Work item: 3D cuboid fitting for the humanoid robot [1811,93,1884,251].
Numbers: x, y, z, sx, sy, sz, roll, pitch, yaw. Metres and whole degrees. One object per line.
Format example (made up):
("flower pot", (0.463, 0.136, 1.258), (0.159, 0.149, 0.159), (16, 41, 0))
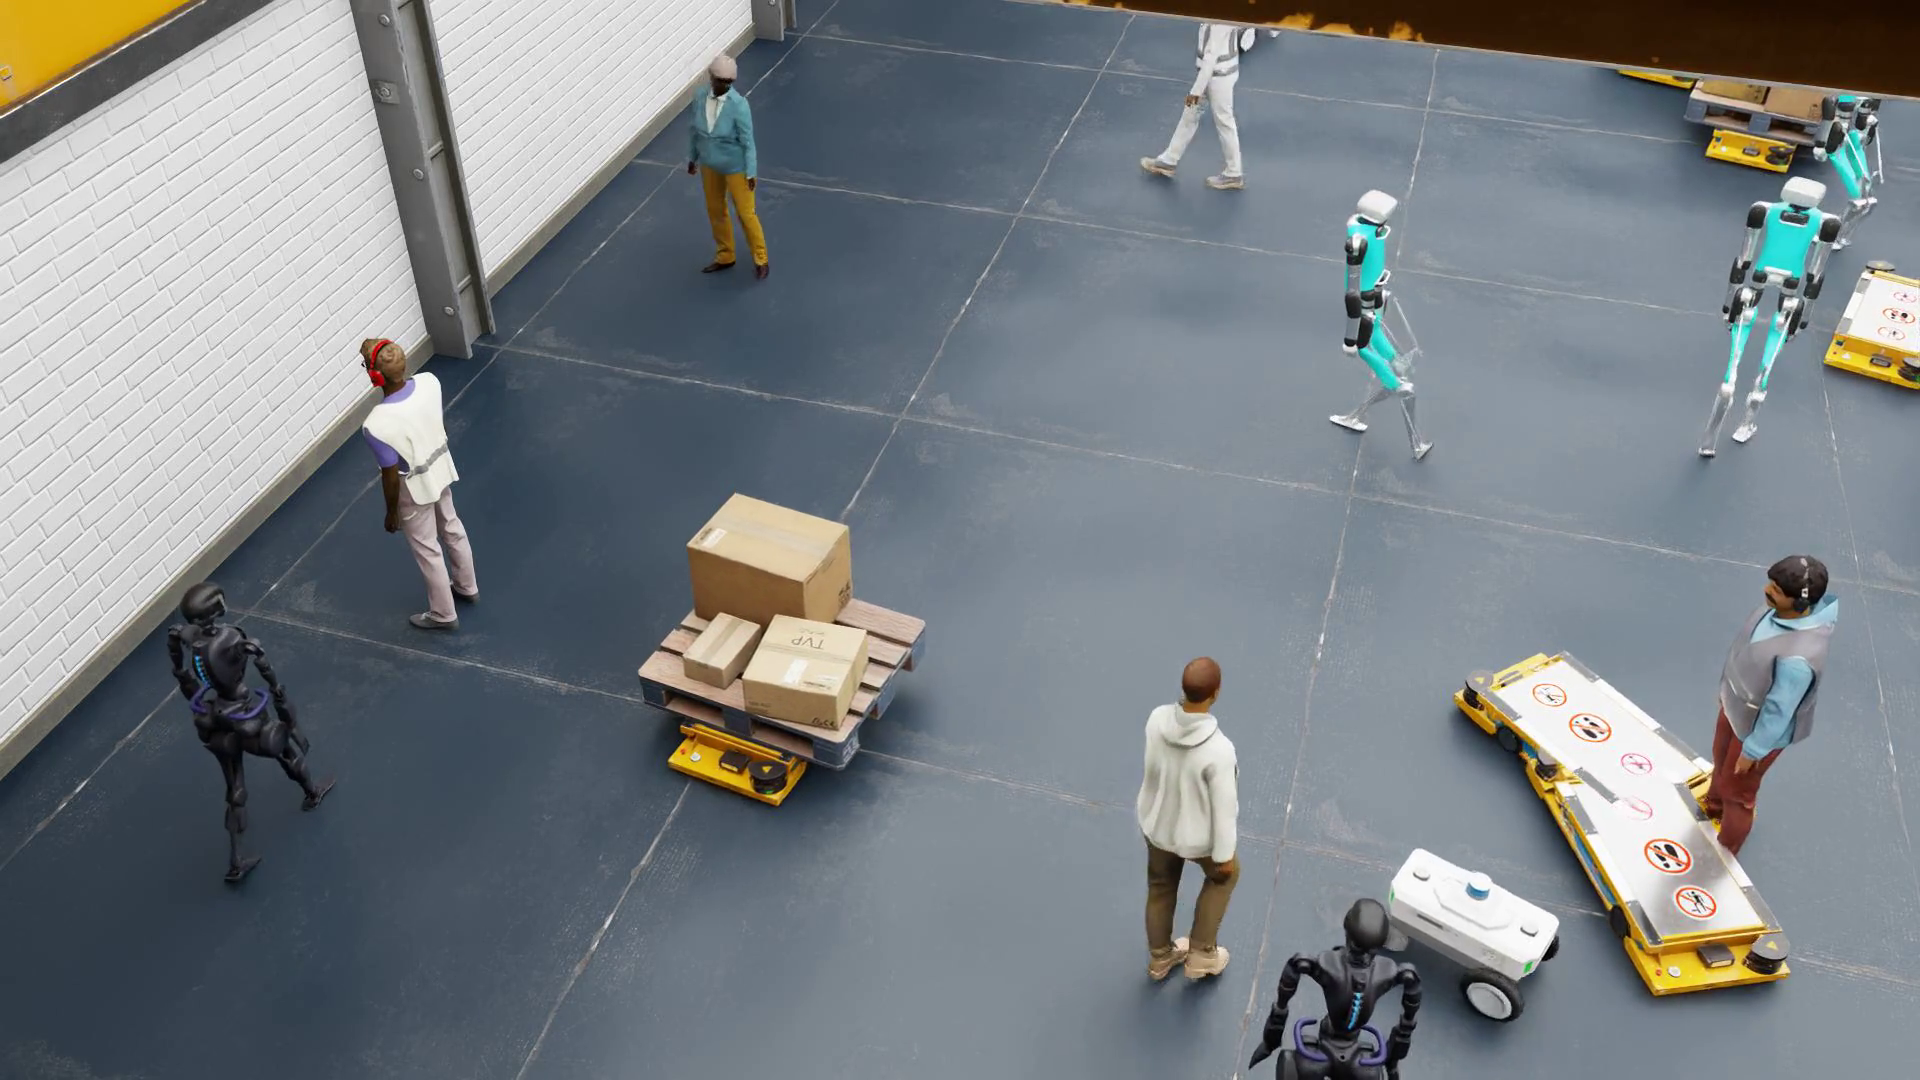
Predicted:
("humanoid robot", (6.787, -2.959, 12.539), (0.534, 1.798, 0.779), (-15, 41, -17))

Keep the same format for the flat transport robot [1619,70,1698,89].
("flat transport robot", (6.821, -4.674, 15.819), (0.659, 0.231, 1.431), (23, 44, 26))

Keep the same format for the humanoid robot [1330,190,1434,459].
("humanoid robot", (2.784, -1.289, 10.486), (0.887, 1.831, 0.571), (18, 42, 21))

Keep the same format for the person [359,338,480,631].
("person", (-2.951, -0.288, 9.107), (0.389, 1.842, 0.563), (12, 40, 15))

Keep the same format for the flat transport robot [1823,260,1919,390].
("flat transport robot", (6.707, -1.554, 11.937), (0.659, 0.231, 1.431), (22, 44, 25))

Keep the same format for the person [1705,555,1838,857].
("person", (3.691, 0.824, 7.703), (0.414, 1.871, 0.536), (6, 39, 7))

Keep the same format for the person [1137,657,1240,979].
("person", (1.000, 1.259, 7.266), (0.557, 1.731, 0.484), (31, 48, 33))

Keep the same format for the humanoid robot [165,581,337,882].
("humanoid robot", (-3.426, 0.844, 7.879), (0.595, 1.637, 0.788), (7, 39, 9))

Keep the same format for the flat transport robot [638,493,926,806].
("flat transport robot", (-0.920, 0.808, 8.999), (0.659, 0.231, 1.431), (16, 42, 19))

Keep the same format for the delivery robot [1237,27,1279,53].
("delivery robot", (2.762, -5.086, 16.105), (0.779, 0.597, 0.499), (-28, 47, -30))

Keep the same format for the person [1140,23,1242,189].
("person", (1.928, -3.703, 13.344), (0.923, 1.842, 0.593), (3, 39, 3))

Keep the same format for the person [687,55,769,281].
("person", (-1.709, -2.729, 12.227), (0.630, 1.742, 0.347), (18, 42, 21))

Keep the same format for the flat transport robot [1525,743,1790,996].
("flat transport robot", (3.362, 1.544, 8.083), (0.659, 0.231, 1.431), (-5, 39, -7))

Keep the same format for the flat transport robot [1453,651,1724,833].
("flat transport robot", (3.316, 1.101, 8.635), (0.659, 0.231, 1.431), (-20, 43, -23))

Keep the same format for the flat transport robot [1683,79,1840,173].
("flat transport robot", (6.999, -3.615, 14.501), (0.659, 0.231, 1.431), (20, 43, 23))

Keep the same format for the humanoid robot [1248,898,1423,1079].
("humanoid robot", (1.425, 1.988, 6.412), (0.583, 1.644, 0.320), (3, 39, 4))

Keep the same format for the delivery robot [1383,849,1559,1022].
("delivery robot", (2.326, 1.743, 7.584), (0.745, 0.565, 0.499), (25, 45, 28))

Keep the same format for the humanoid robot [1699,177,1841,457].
("humanoid robot", (5.040, -1.295, 10.521), (0.544, 1.864, 0.820), (19, 42, 22))
